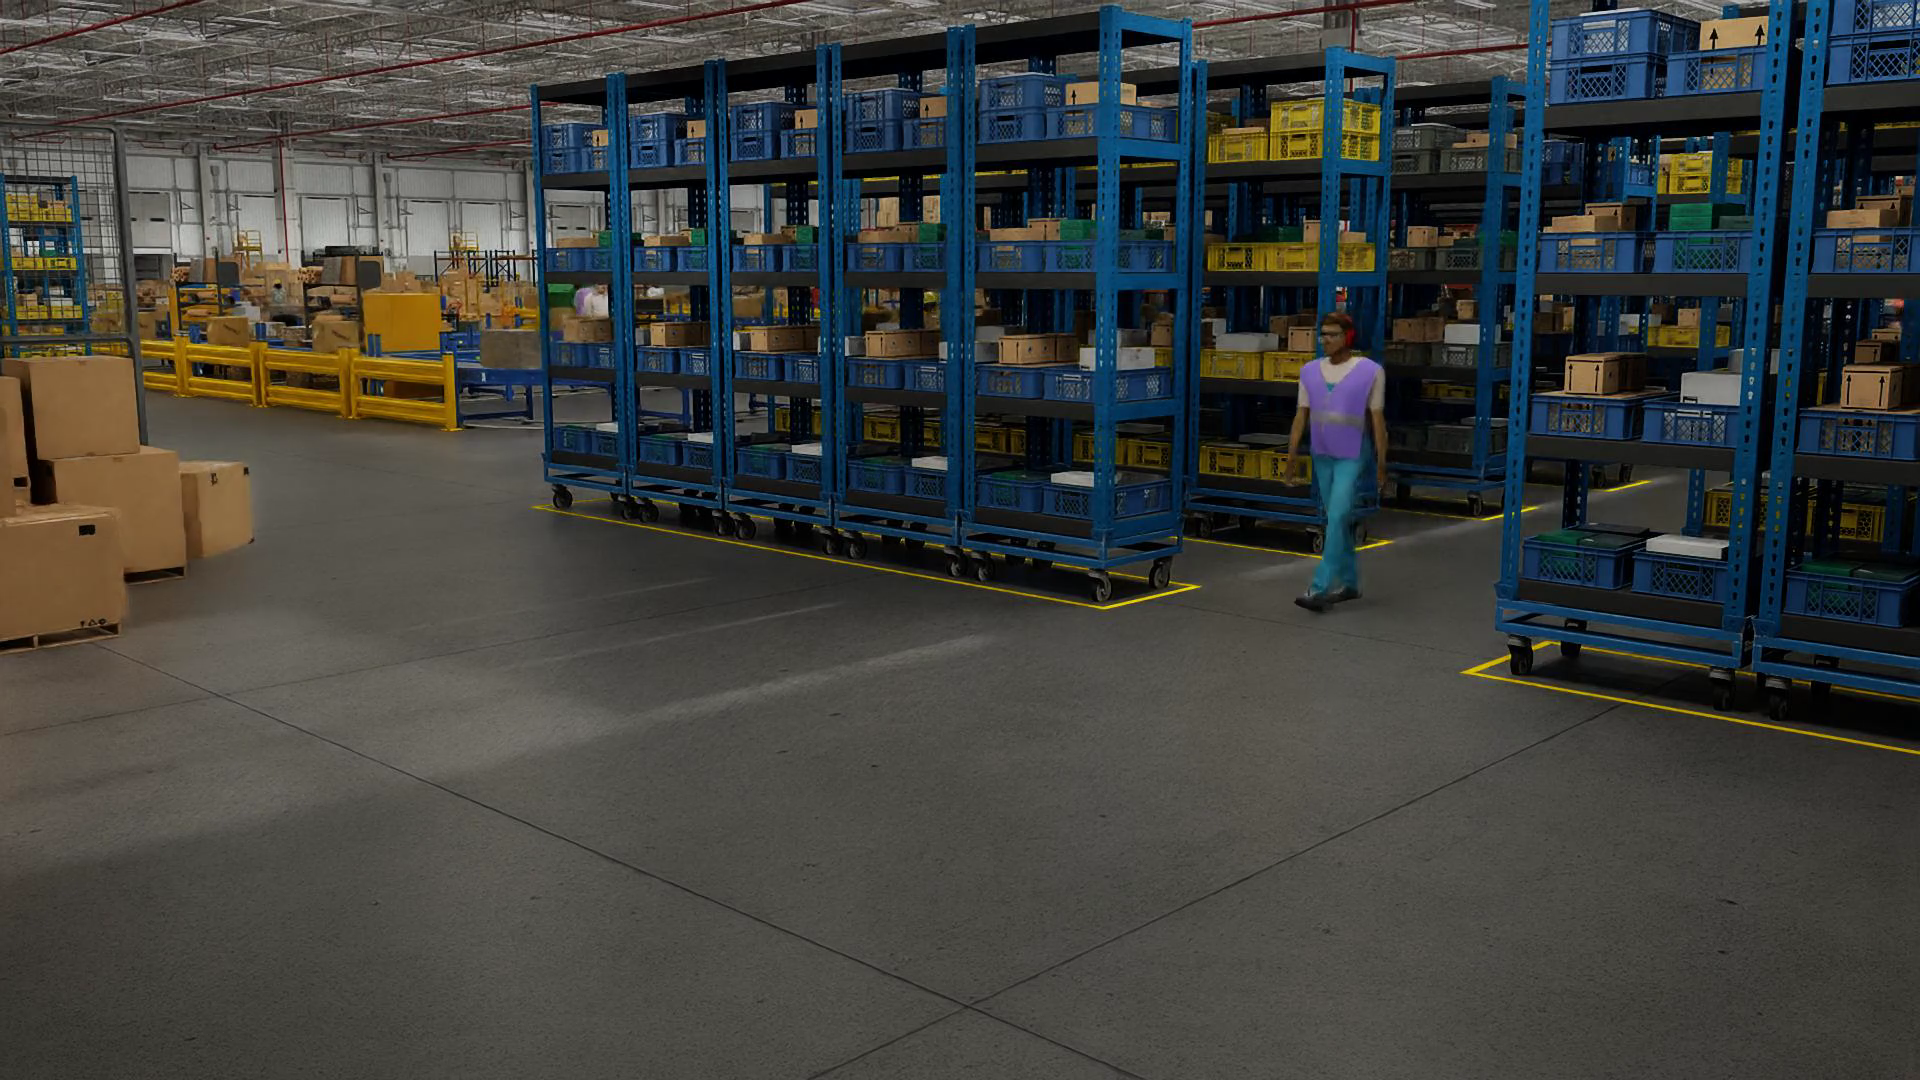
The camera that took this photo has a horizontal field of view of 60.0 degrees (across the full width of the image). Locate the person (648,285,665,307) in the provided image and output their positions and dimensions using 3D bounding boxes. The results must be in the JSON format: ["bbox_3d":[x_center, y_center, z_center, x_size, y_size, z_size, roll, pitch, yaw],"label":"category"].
[{"bbox_3d":[-9.360,-7.218,51.442,0.622,1.816,0.431,-8,12,-40],"label":"person"}]

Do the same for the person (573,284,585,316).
[{"bbox_3d":[-8.905,-5.238,38.952,0.376,1.934,0.547,-3,10,-18],"label":"person"}]

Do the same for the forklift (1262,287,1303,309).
[{"bbox_3d":[10.769,-8.203,54.240,1.129,2.768,1.873,8,12,42],"label":"forklift"}]

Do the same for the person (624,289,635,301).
[{"bbox_3d":[-12.343,-8.834,62.040,0.529,1.595,0.847,4,10,23],"label":"person"}]

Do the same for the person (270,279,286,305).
[{"bbox_3d":[-22.986,-7.932,56.113,0.490,1.729,0.458,-4,10,-24],"label":"person"}]

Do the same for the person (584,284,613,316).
[{"bbox_3d":[-7.064,-4.198,32.710,0.395,1.899,0.644,9,13,43],"label":"person"}]

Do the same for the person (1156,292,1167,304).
[{"bbox_3d":[6.527,-7.432,53.424,0.776,1.604,0.507,-6,11,-34],"label":"person"}]

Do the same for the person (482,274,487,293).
[{"bbox_3d":[-25.991,-13.571,90.421,0.702,1.815,0.629,-2,9,-11],"label":"person"}]

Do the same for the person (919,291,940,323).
[{"bbox_3d":[-0.433,-2.616,23.440,0.362,1.757,0.541,-8,12,-39],"label":"person"}]

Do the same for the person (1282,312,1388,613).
[{"bbox_3d":[2.229,-0.466,10.089,0.922,1.800,0.587,-9,13,-42],"label":"person"}]

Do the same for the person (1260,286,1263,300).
[{"bbox_3d":[10.754,-8.832,60.751,0.659,2.022,0.443,-1,9,-8],"label":"person"}]

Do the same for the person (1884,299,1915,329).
[{"bbox_3d":[8.583,-1.325,14.960,0.815,1.942,0.703,-2,9,-12],"label":"person"}]

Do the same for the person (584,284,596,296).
[{"bbox_3d":[-8.601,-5.236,38.757,0.621,2.005,1.002,6,11,31],"label":"person"}]

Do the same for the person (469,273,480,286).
[{"bbox_3d":[-17.449,-8.592,59.545,0.572,1.924,0.651,-4,10,-23],"label":"person"}]

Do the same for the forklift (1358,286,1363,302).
[{"bbox_3d":[11.100,-7.017,46.970,1.873,2.768,1.129,9,13,43],"label":"forklift"}]

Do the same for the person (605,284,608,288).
[{"bbox_3d":[-15.228,-10.554,71.453,0.621,1.953,0.423,6,11,32],"label":"person"}]
